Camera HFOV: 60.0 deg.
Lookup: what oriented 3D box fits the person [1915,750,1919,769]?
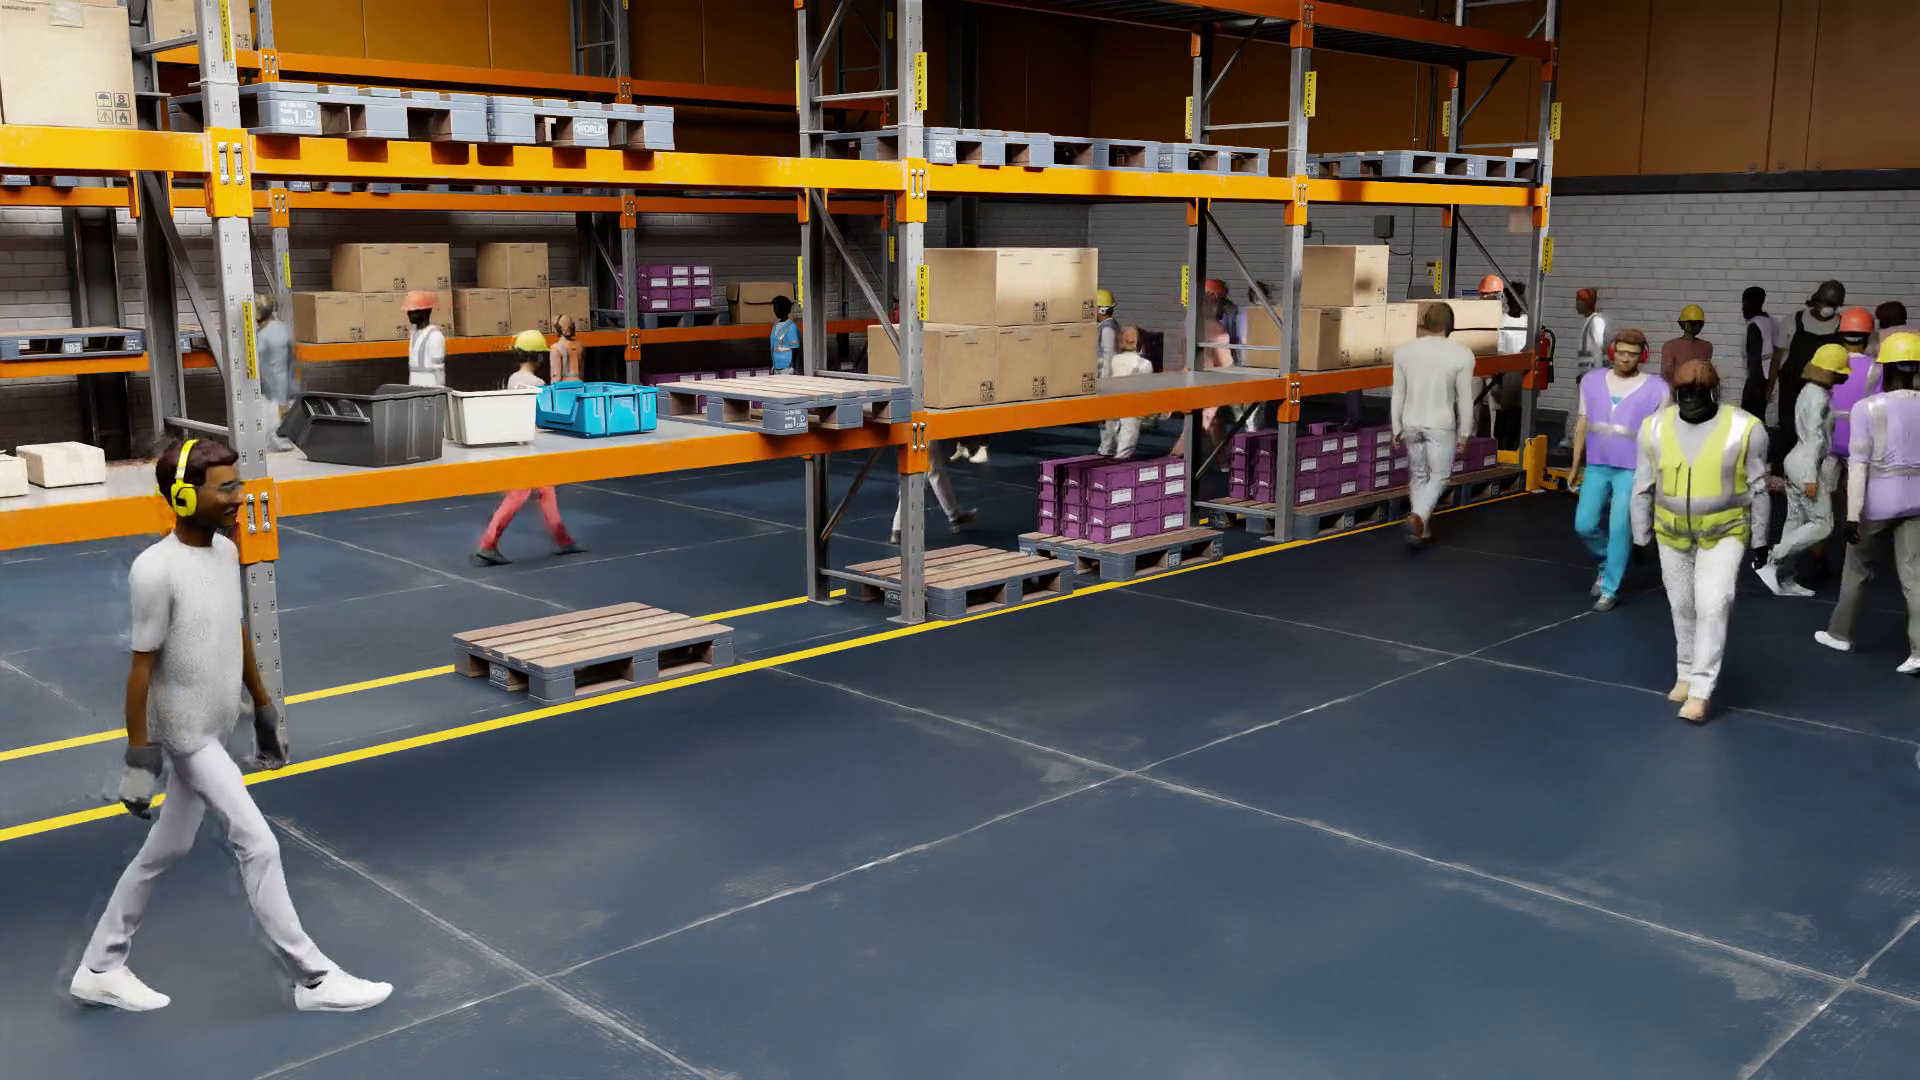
[{"bbox_3d":[4.261,0.269,6.730,0.547,1.834,0.435,-4,11,-20],"label":"person"}]

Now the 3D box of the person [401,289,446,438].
[{"bbox_3d":[-4.973,-1.420,15.761,0.823,1.912,0.555,-7,13,-35],"label":"person"}]

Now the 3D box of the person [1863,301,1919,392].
[{"bbox_3d":[8.601,-1.283,15.294,0.654,1.805,0.459,5,12,26],"label":"person"}]

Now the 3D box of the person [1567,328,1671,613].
[{"bbox_3d":[4.211,-0.448,10.672,0.593,1.821,0.439,9,14,42],"label":"person"}]

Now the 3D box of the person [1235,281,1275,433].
[{"bbox_3d":[3.448,-2.014,19.057,0.775,1.898,0.389,-8,13,-36],"label":"person"}]

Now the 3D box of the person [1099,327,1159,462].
[{"bbox_3d":[1.562,-1.098,14.835,0.851,1.590,0.530,-9,14,-42],"label":"person"}]

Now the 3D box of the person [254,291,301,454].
[{"bbox_3d":[-5.990,-1.261,14.850,0.716,1.922,0.646,-8,13,-38],"label":"person"}]

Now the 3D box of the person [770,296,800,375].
[{"bbox_3d":[-2.095,-2.070,19.880,0.319,1.693,0.532,-7,13,-34],"label":"person"}]

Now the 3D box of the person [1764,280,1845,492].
[{"bbox_3d":[7.920,-1.437,15.481,0.742,2.000,0.648,4,11,21],"label":"person"}]

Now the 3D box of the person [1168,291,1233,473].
[{"bbox_3d":[2.465,-1.557,16.635,0.987,1.868,0.646,-3,11,-17],"label":"person"}]

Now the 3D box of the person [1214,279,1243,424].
[{"bbox_3d":[3.328,-2.405,21.301,0.667,1.847,1.006,-4,11,-21],"label":"person"}]

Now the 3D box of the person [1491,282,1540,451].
[{"bbox_3d":[5.666,-1.656,16.994,0.711,1.934,0.362,-5,12,-26],"label":"person"}]

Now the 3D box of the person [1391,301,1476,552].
[{"bbox_3d":[3.526,-0.837,12.574,0.639,1.919,0.769,8,13,37],"label":"person"}]

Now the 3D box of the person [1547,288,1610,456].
[{"bbox_3d":[6.762,-1.803,18.007,0.845,1.834,0.686,3,11,17],"label":"person"}]

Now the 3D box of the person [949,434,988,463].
[{"bbox_3d":[0.105,-1.631,17.529,0.542,1.665,0.538,9,14,41],"label":"person"}]

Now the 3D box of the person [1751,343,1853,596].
[{"bbox_3d":[5.547,-0.440,10.917,0.443,1.709,0.557,4,11,19],"label":"person"}]

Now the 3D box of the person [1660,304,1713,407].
[{"bbox_3d":[6.783,-1.314,15.555,0.525,1.772,0.309,-2,11,-13],"label":"person"}]

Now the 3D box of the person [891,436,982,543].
[{"bbox_3d":[-0.192,-0.911,13.169,0.947,1.836,0.588,-6,12,-31],"label":"person"}]

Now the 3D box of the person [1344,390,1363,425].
[{"bbox_3d":[4.735,-2.234,20.195,0.402,1.906,0.652,2,11,10],"label":"person"}]

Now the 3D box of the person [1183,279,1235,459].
[{"bbox_3d":[2.675,-1.831,17.910,0.548,1.936,0.378,0,10,2],"label":"person"}]

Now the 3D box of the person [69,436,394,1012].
[{"bbox_3d":[-2.325,0.584,5.094,0.993,1.821,0.524,-1,10,-3],"label":"person"}]

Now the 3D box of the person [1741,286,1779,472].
[{"bbox_3d":[8.116,-1.611,16.857,0.421,1.899,0.754,8,13,39],"label":"person"}]

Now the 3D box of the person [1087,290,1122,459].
[{"bbox_3d":[1.511,-1.723,17.605,0.404,1.835,0.586,1,10,4],"label":"person"}]

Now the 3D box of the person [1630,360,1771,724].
[{"bbox_3d":[3.670,0.000,8.353,0.644,1.794,0.822,9,14,41],"label":"person"}]

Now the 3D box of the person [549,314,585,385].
[{"bbox_3d":[-3.856,-1.400,16.377,0.310,1.638,0.523,4,11,21],"label":"person"}]

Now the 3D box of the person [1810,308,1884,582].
[{"bbox_3d":[6.257,-0.677,11.731,0.572,1.892,0.952,8,13,37],"label":"person"}]

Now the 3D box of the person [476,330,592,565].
[{"bbox_3d":[-3.199,-0.685,12.278,0.925,1.728,0.539,-7,13,-34],"label":"person"}]

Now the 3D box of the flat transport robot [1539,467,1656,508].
[{"bbox_3d":[5.954,-0.493,15.164,0.652,0.197,1.431,-2,11,-11],"label":"flat transport robot"}]

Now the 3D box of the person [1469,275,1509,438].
[{"bbox_3d":[5.476,-1.746,17.287,0.609,1.996,0.383,10,14,43],"label":"person"}]

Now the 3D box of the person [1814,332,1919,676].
[{"bbox_3d":[5.202,-0.210,9.253,0.607,1.880,1.001,0,10,-1],"label":"person"}]
